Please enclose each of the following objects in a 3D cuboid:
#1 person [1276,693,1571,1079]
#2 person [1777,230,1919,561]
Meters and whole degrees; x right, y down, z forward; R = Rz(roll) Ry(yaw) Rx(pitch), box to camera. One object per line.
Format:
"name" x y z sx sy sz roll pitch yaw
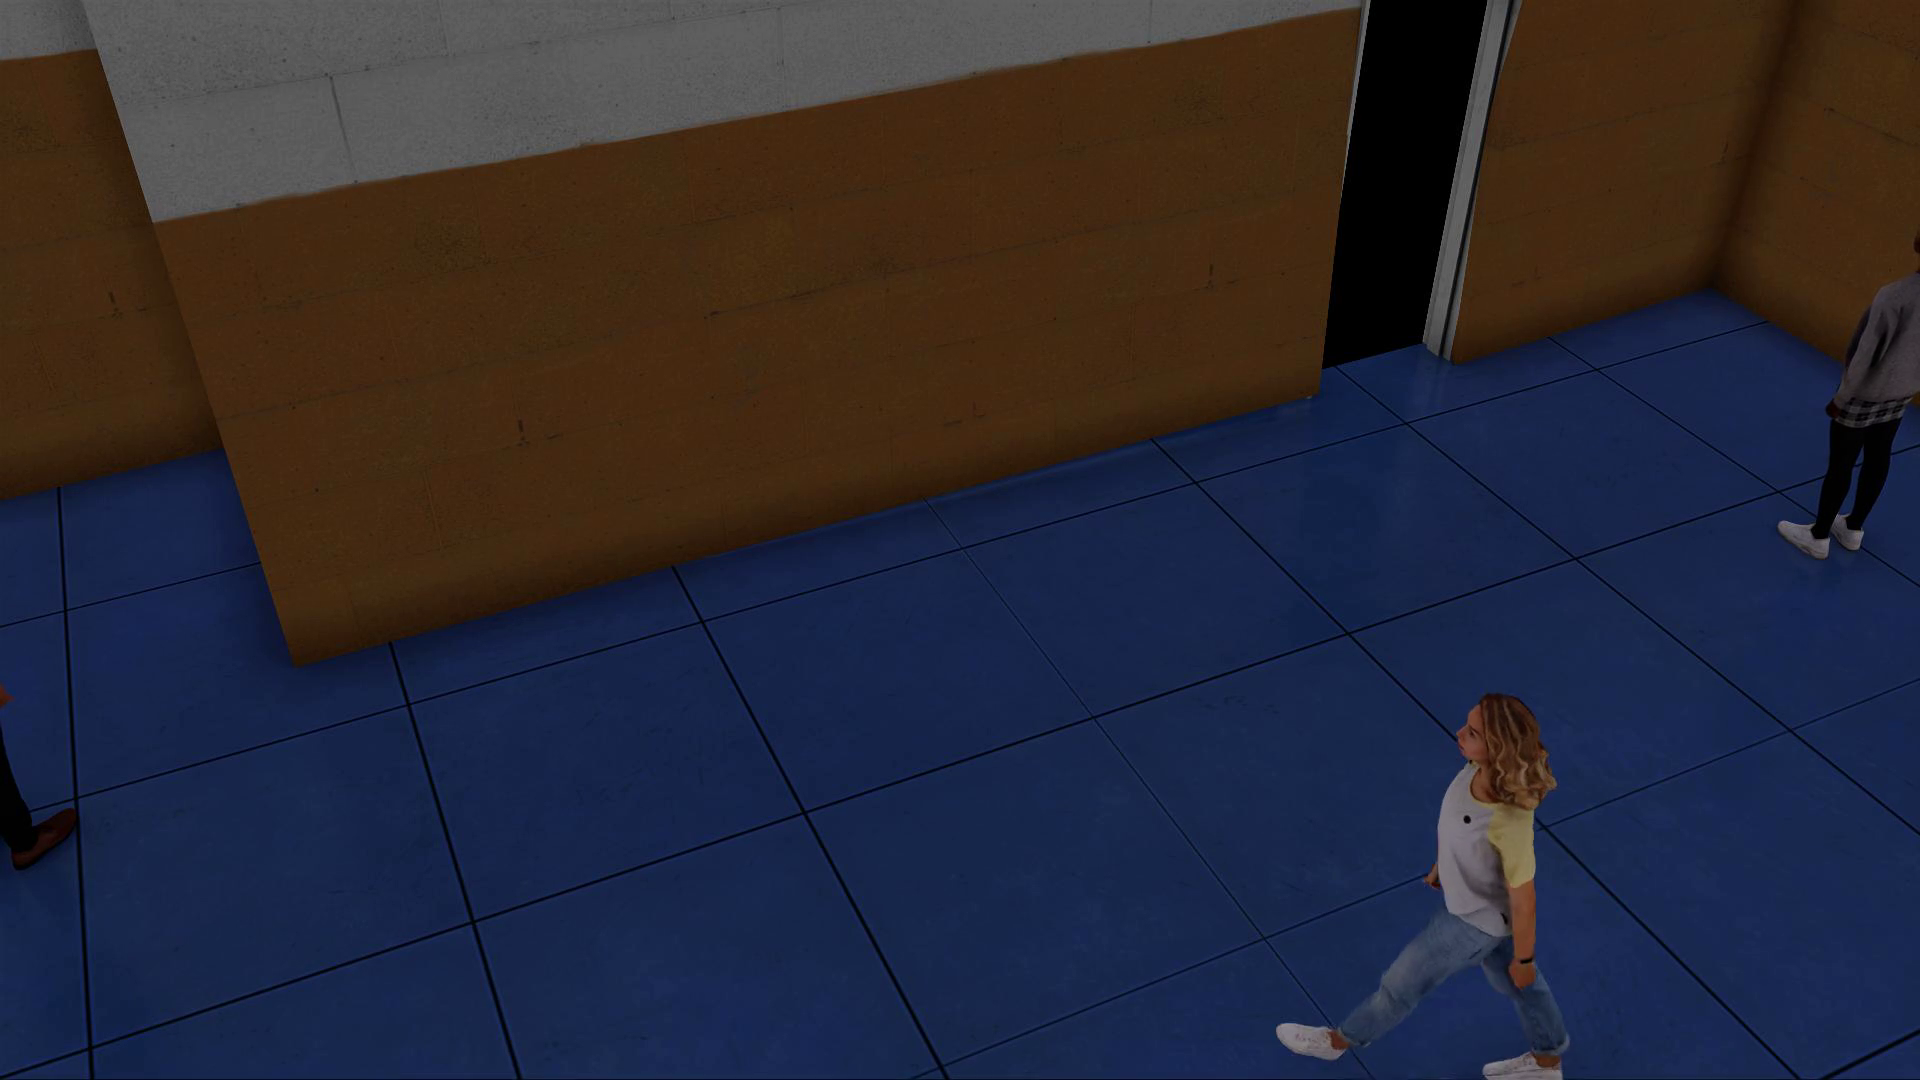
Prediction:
"person" 1.724 1.186 5.233 1.105 1.646 1.218 3 37 4
"person" 4.242 -0.693 7.648 0.645 1.770 0.571 -10 38 -14
